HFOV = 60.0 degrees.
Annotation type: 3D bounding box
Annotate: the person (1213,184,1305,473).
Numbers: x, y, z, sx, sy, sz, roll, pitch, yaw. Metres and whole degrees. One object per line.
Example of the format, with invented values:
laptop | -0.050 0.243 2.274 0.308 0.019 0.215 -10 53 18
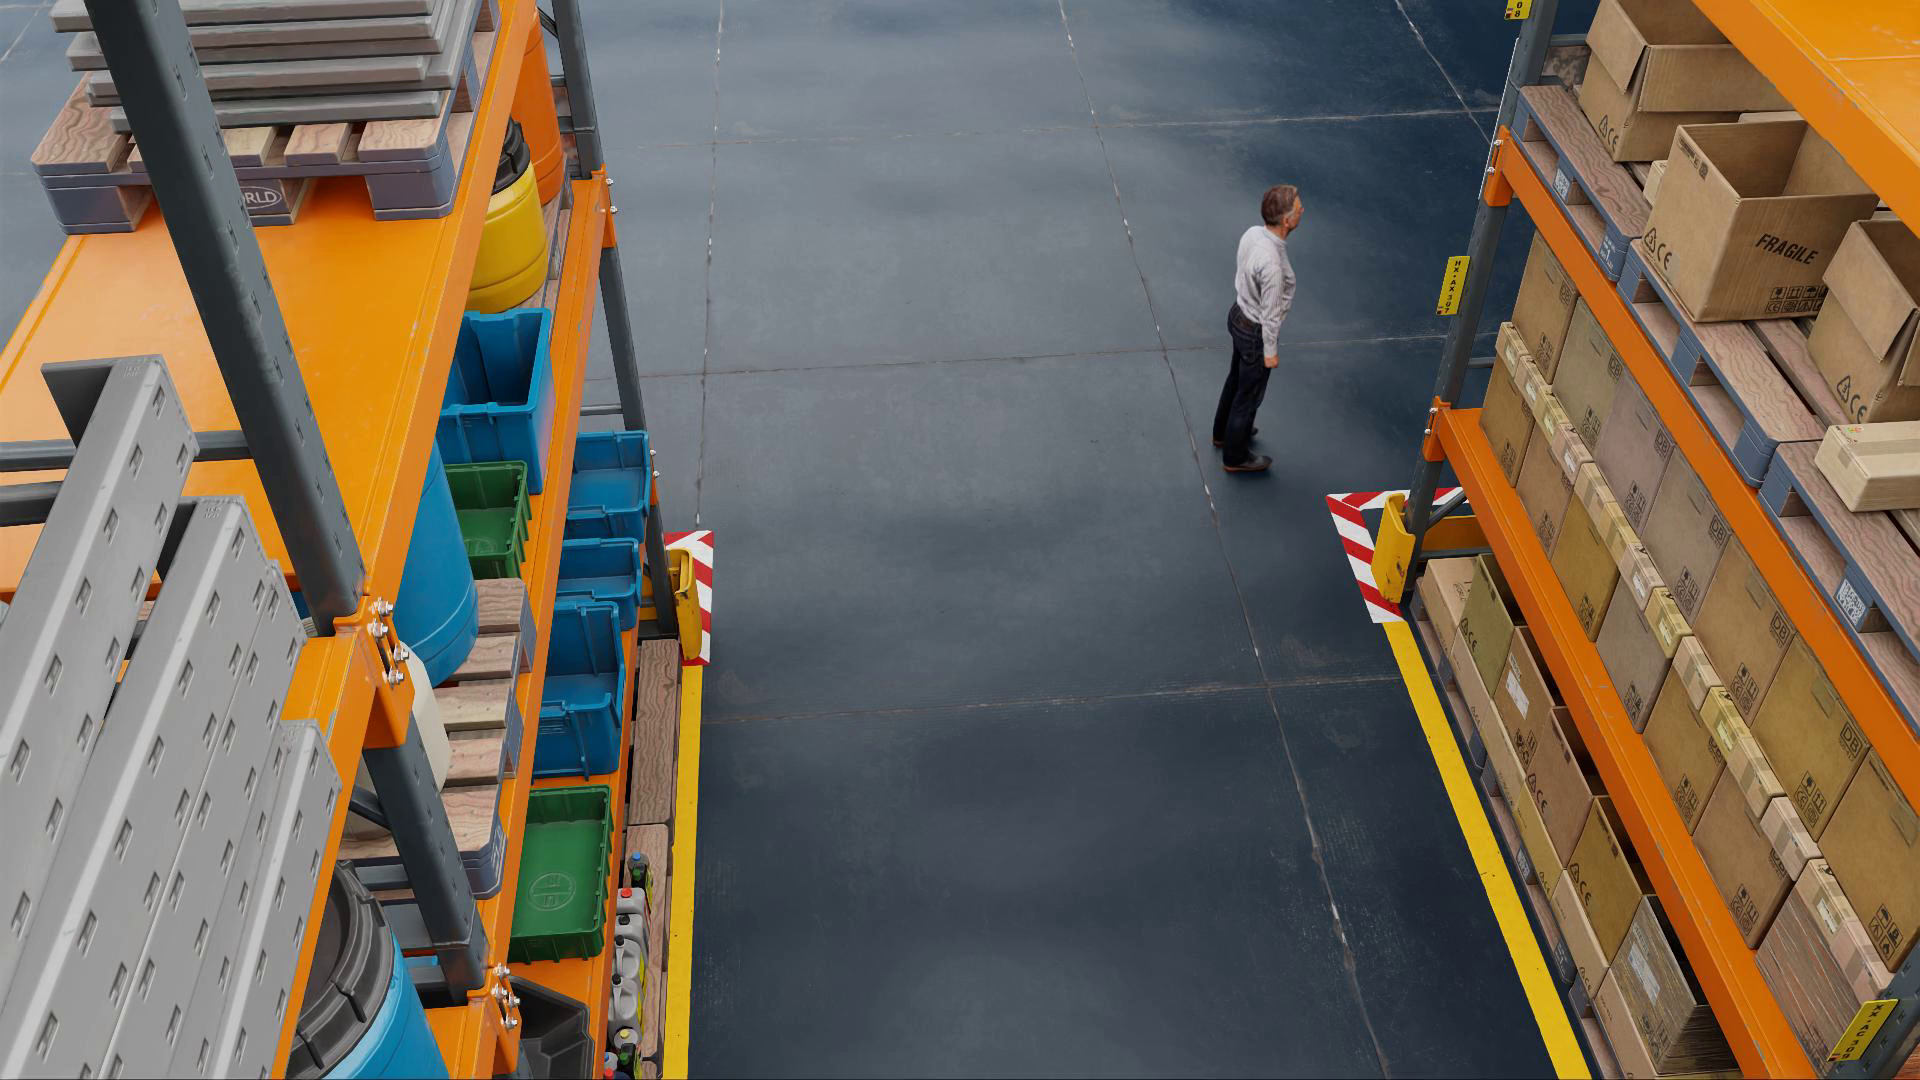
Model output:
person | 1.690 -1.213 9.511 0.701 1.815 0.481 -4 42 -4
